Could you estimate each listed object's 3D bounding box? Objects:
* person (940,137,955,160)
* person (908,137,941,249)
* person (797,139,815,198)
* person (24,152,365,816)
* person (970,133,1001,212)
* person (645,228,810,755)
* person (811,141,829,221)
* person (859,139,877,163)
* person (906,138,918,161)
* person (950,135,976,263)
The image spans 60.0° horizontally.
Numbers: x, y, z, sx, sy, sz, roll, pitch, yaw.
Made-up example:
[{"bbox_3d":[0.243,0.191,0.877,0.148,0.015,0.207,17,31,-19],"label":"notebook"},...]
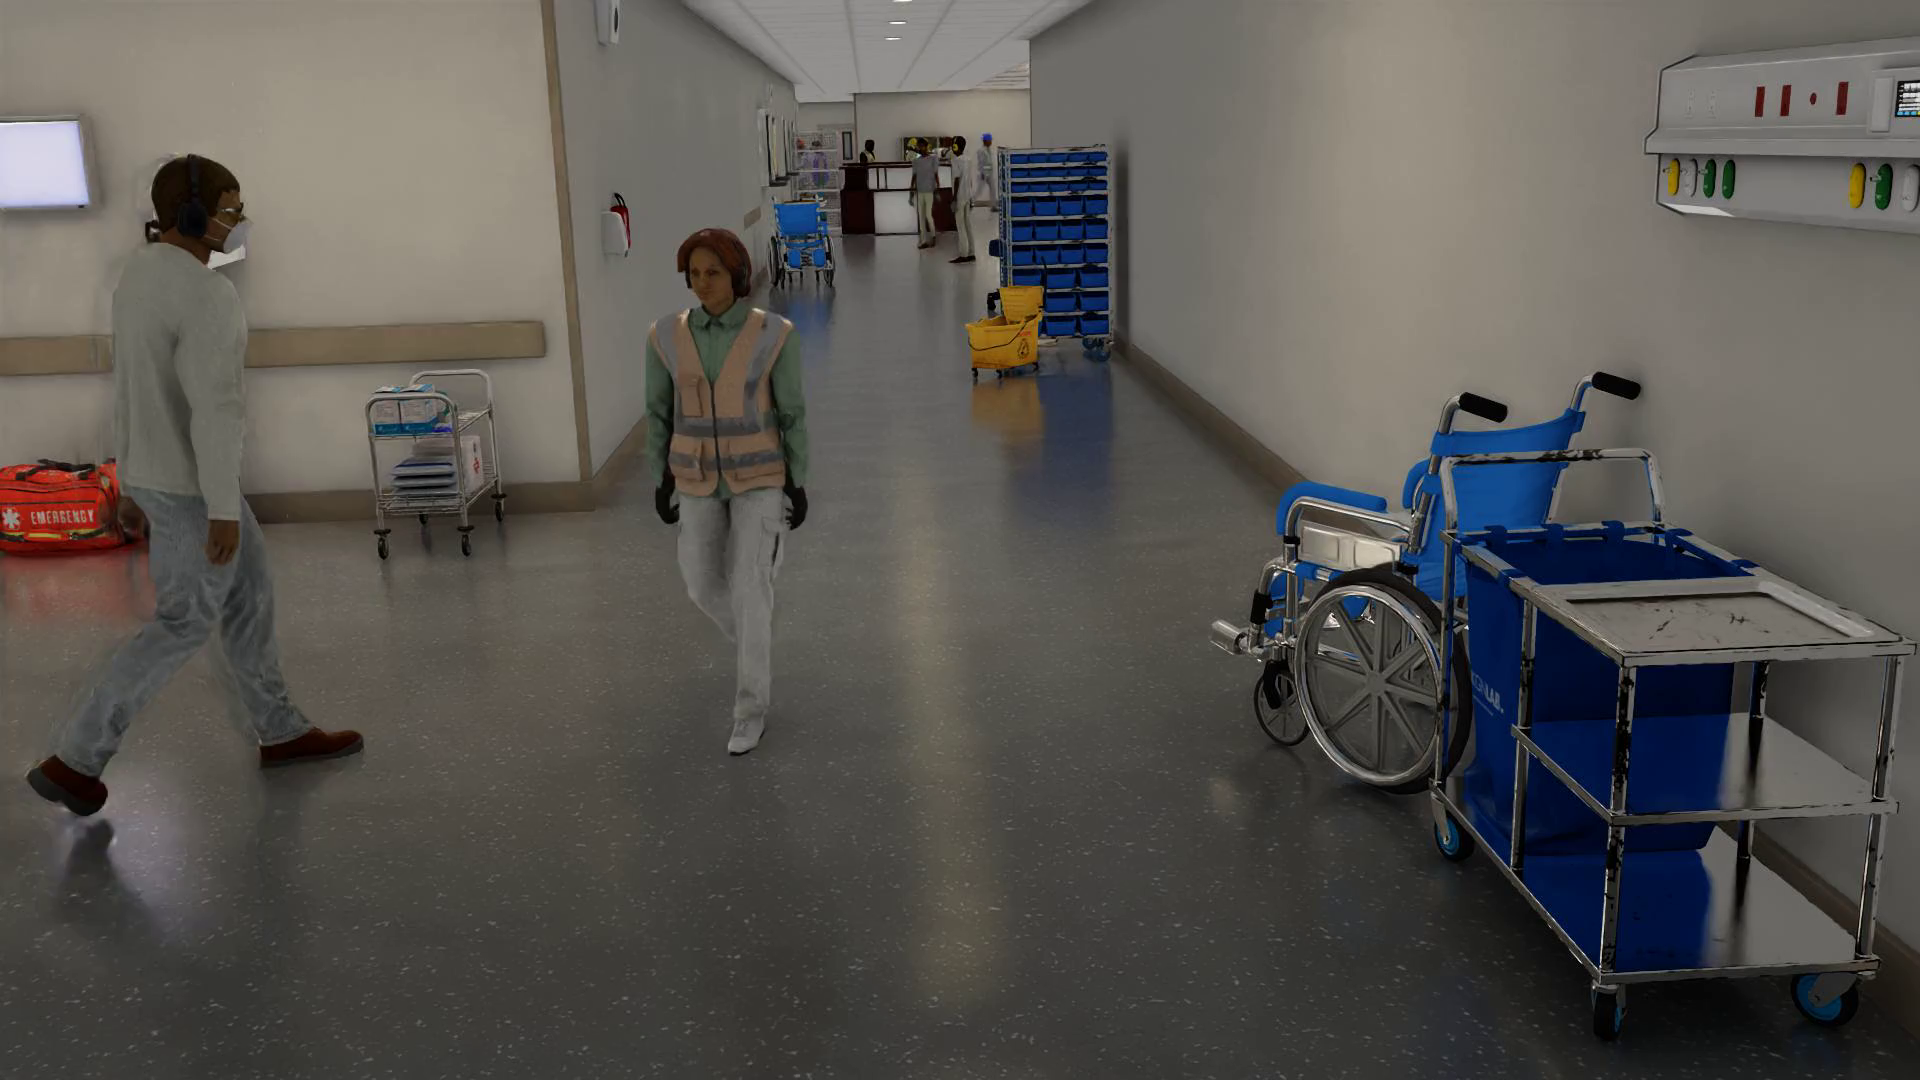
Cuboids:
[{"bbox_3d":[-0.241,-8.493,38.919,0.333,1.844,0.514,-11,17,-34],"label":"person"},{"bbox_3d":[-0.606,-5.817,27.950,0.575,1.851,0.388,5,15,27],"label":"person"},{"bbox_3d":[-3.918,-9.158,41.991,0.583,1.901,0.819,6,16,30],"label":"person"},{"bbox_3d":[-2.297,-0.143,4.771,0.912,1.898,0.668,-13,17,-38],"label":"person"},{"bbox_3d":[0.557,-9.001,40.780,0.876,1.916,0.615,8,17,34],"label":"person"},{"bbox_3d":[-0.720,-0.185,5.321,0.523,1.620,0.668,1,14,9],"label":"person"},{"bbox_3d":[-3.256,-8.326,38.630,0.421,1.833,0.564,-4,14,-10],"label":"person"},{"bbox_3d":[-2.210,-8.932,40.983,0.429,1.839,0.621,4,15,24],"label":"person"},{"bbox_3d":[-1.060,-8.591,39.444,0.404,1.837,0.587,-5,14,-12],"label":"person"},{"bbox_3d":[0.018,-5.053,24.706,0.308,1.868,0.532,7,16,30],"label":"person"}]
